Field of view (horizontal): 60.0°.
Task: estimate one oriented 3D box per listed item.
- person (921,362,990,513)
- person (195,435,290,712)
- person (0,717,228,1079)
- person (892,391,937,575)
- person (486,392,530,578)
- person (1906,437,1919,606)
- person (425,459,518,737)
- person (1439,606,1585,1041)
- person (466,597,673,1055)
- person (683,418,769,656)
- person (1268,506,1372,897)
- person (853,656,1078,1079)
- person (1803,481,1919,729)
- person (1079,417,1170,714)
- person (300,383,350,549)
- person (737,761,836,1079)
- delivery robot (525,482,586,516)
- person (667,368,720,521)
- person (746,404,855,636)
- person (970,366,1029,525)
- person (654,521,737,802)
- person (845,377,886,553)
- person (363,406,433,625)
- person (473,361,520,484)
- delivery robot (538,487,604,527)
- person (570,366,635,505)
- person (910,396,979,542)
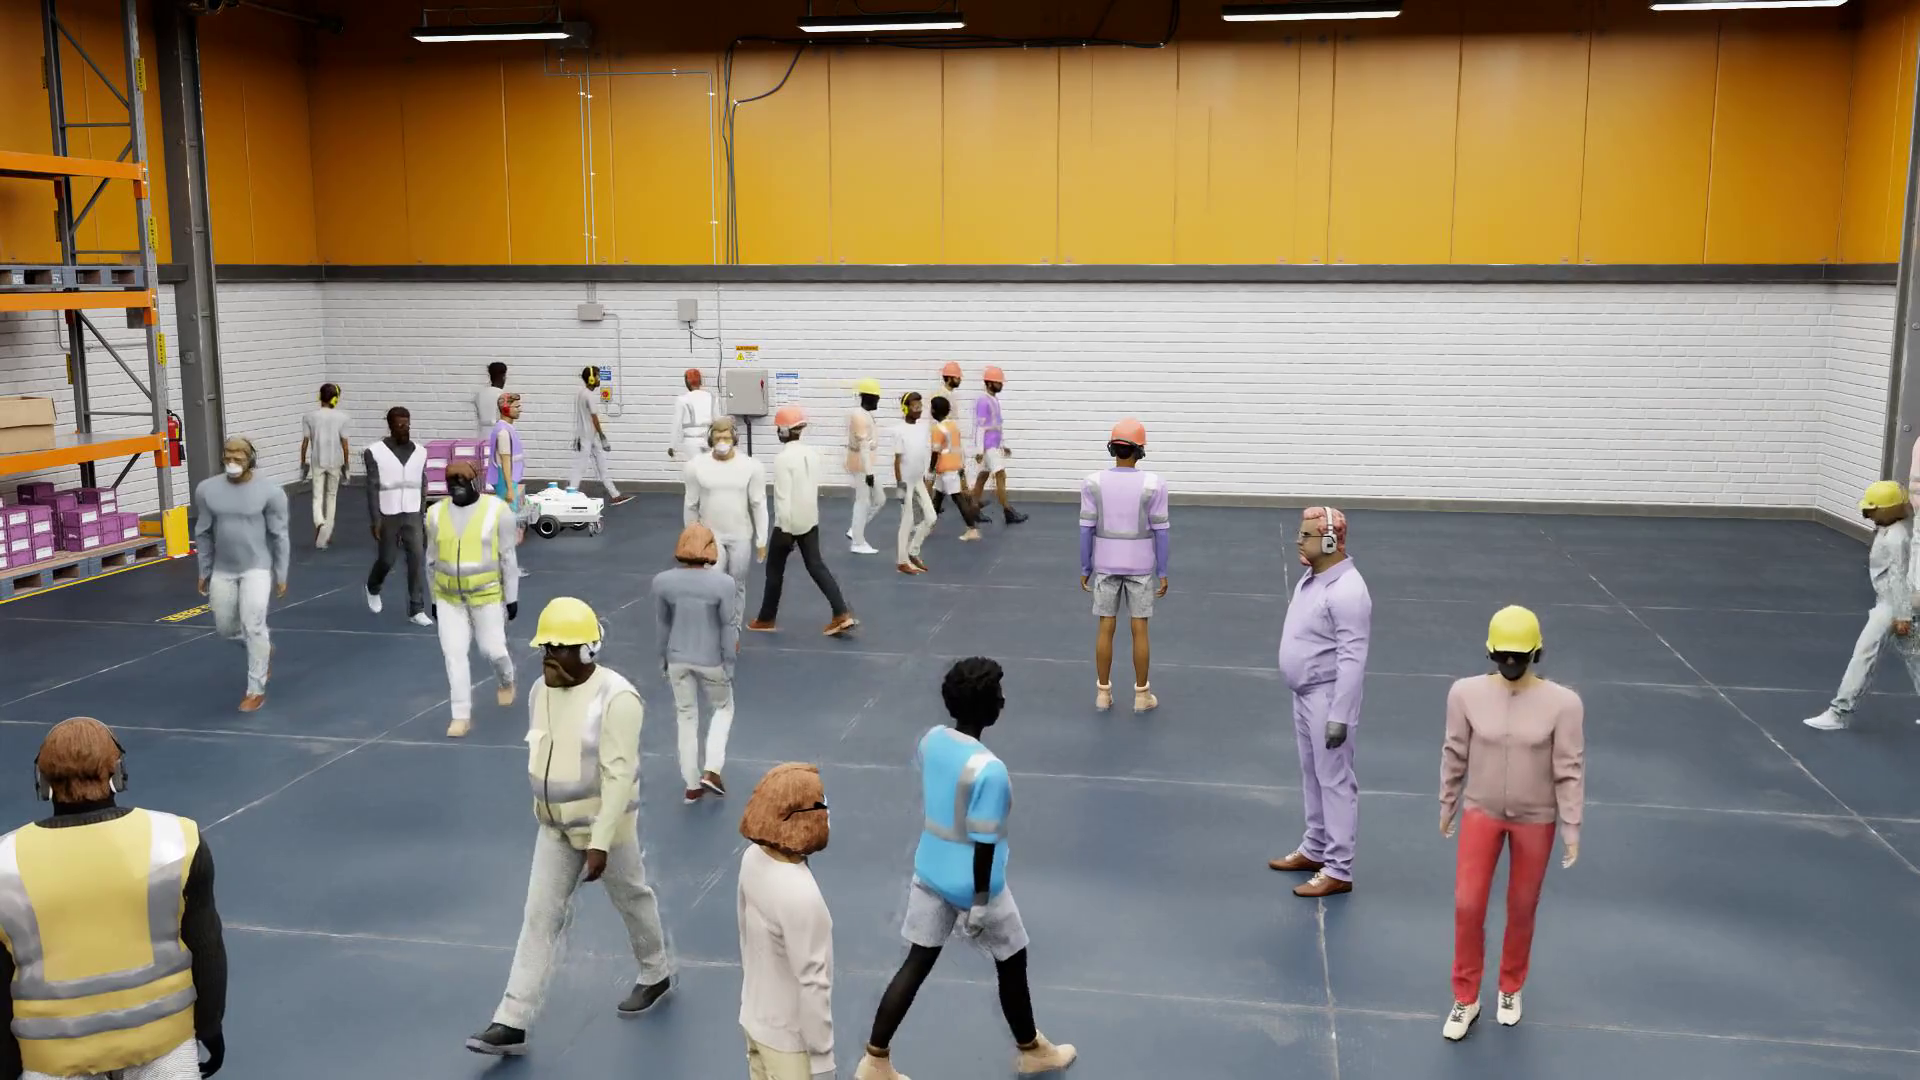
[{"bbox_3d":[-0.075,-1.270,20.879,0.930,1.892,0.561,2,9,15],"label":"person"},{"bbox_3d":[-4.983,0.210,11.652,0.638,1.918,0.673,0,9,3],"label":"person"},{"bbox_3d":[-2.355,1.387,4.600,0.624,1.840,0.429,-5,10,-26],"label":"person"},{"bbox_3d":[-0.464,-0.565,16.662,0.440,1.851,0.551,7,11,37],"label":"person"},{"bbox_3d":[-4.516,-0.545,16.549,0.387,1.845,0.565,-3,10,-16],"label":"person"},{"bbox_3d":[8.873,-0.313,15.132,0.429,1.839,0.634,3,10,16],"label":"person"},{"bbox_3d":[-3.233,0.351,11.077,0.633,1.817,0.751,0,9,3],"label":"person"},{"bbox_3d":[2.157,1.120,6.551,0.549,1.741,0.661,3,10,21],"label":"person"},{"bbox_3d":[-1.506,1.105,6.520,0.597,1.778,0.968,6,11,31],"label":"person"},{"bbox_3d":[-1.804,0.026,12.841,0.656,1.896,0.957,-1,9,-8],"label":"person"},{"bbox_3d":[1.756,0.782,8.133,0.399,1.909,0.642,-1,9,-5],"label":"person"},{"bbox_3d":[-0.007,1.235,6.114,0.881,1.652,0.534,-6,11,-34],"label":"person"},{"bbox_3d":[6.133,0.440,10.966,0.847,1.680,0.562,5,10,29],"label":"person"},{"bbox_3d":[1.136,0.177,11.462,0.616,2.041,0.382,2,9,15],"label":"person"},{"bbox_3d":[-6.918,-0.794,18.141,0.531,1.835,0.706,-3,10,-18],"label":"person"},{"bbox_3d":[-0.494,1.445,4.862,0.281,1.634,0.498,-5,10,-26],"label":"person"},{"bbox_3d":[-4.784,-0.434,19.569,0.707,0.478,0.477,-4,10,-26],"label":"delivery robot"},{"bbox_3d":[-3.267,-1.171,20.381,0.584,1.856,0.729,-8,12,-41],"label":"person"},{"bbox_3d":[-1.323,-0.157,13.862,1.022,1.958,0.621,6,11,31],"label":"person"},{"bbox_3d":[0.487,-1.129,20.019,0.893,1.903,0.548,2,9,12],"label":"person"},{"bbox_3d":[-1.505,0.700,9.541,0.502,1.620,0.347,1,9,9],"label":"person"},{"bbox_3d":[-1.005,-0.794,17.911,0.419,1.908,0.603,1,9,7],"label":"person"},{"bbox_3d":[-4.898,-0.225,14.429,0.817,1.899,0.594,9,13,44],"label":"person"},{"bbox_3d":[-5.628,-1.227,20.469,0.617,1.935,0.783,3,10,20],"label":"person"},{"bbox_3d":[-4.467,-0.361,19.118,0.707,0.478,0.477,0,9,-2],"label":"delivery robot"},{"bbox_3d":[-4.623,-1.296,21.262,0.962,1.829,0.509,-3,10,-17],"label":"person"},{"bbox_3d":[-0.172,-0.799,18.733,0.920,1.635,0.545,3,10,20],"label":"person"}]
